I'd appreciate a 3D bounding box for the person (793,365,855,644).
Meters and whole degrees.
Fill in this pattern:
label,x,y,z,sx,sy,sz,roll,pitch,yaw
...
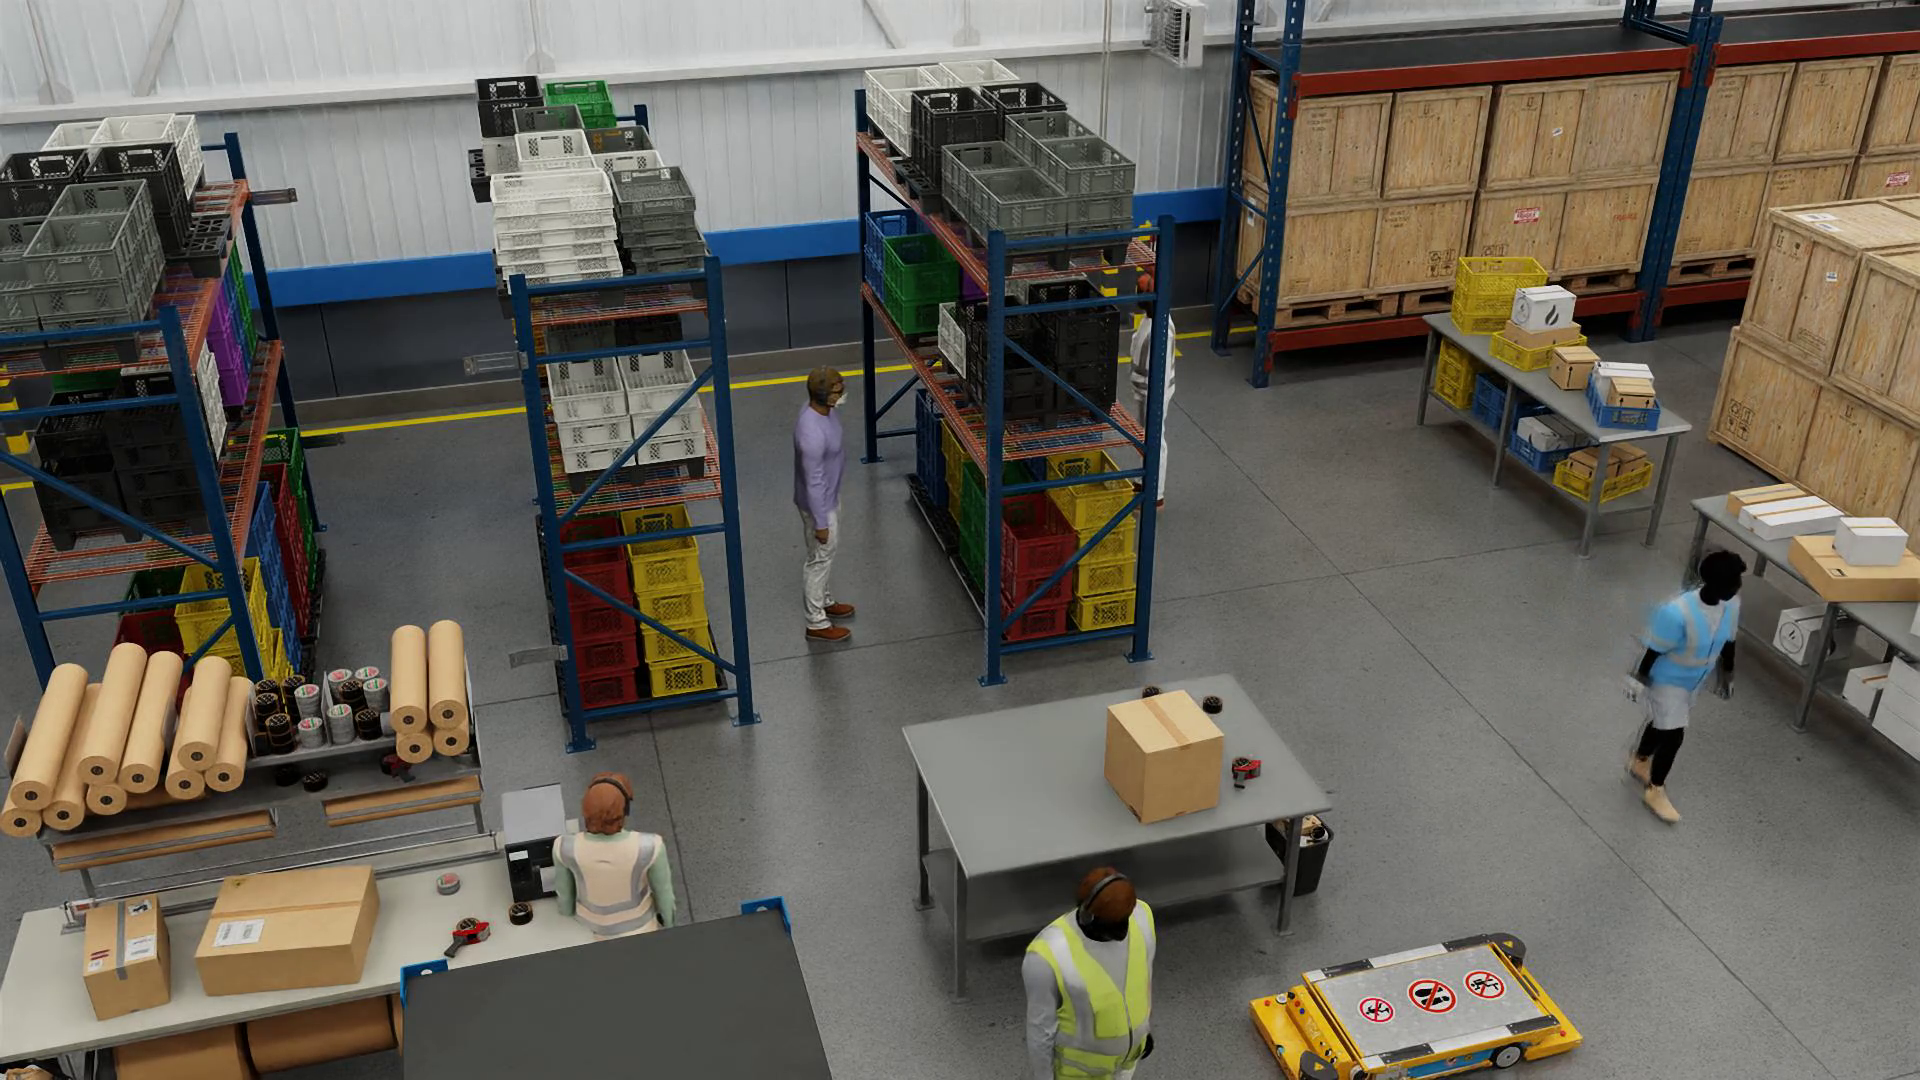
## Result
label,x,y,z,sx,sy,sz,roll,pitch,yaw
person,-0.901,-0.240,10.859,0.372,1.932,0.635,0,29,0

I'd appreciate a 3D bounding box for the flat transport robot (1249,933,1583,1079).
label,x,y,z,sx,sy,sz,roll,pitch,yaw
flat transport robot,2.184,2.282,7.980,1.431,0.197,0.652,-8,30,-14

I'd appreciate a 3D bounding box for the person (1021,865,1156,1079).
label,x,y,z,sx,sy,sz,roll,pitch,yaw
person,0.547,2.070,6.753,0.623,1.839,0.429,-19,34,-31

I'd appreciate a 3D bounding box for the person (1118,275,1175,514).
label,x,y,z,sx,sy,sz,roll,pitch,yaw
person,1.426,-1.104,12.477,0.355,1.886,0.572,-2,29,-3

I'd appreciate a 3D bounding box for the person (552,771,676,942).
label,x,y,z,sx,sy,sz,roll,pitch,yaw
person,-1.542,1.767,7.516,0.527,1.631,0.316,-2,29,-4

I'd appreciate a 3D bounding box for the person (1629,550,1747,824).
label,x,y,z,sx,sy,sz,roll,pitch,yaw
person,4.053,0.794,9.237,0.578,1.665,0.669,-13,31,-22
